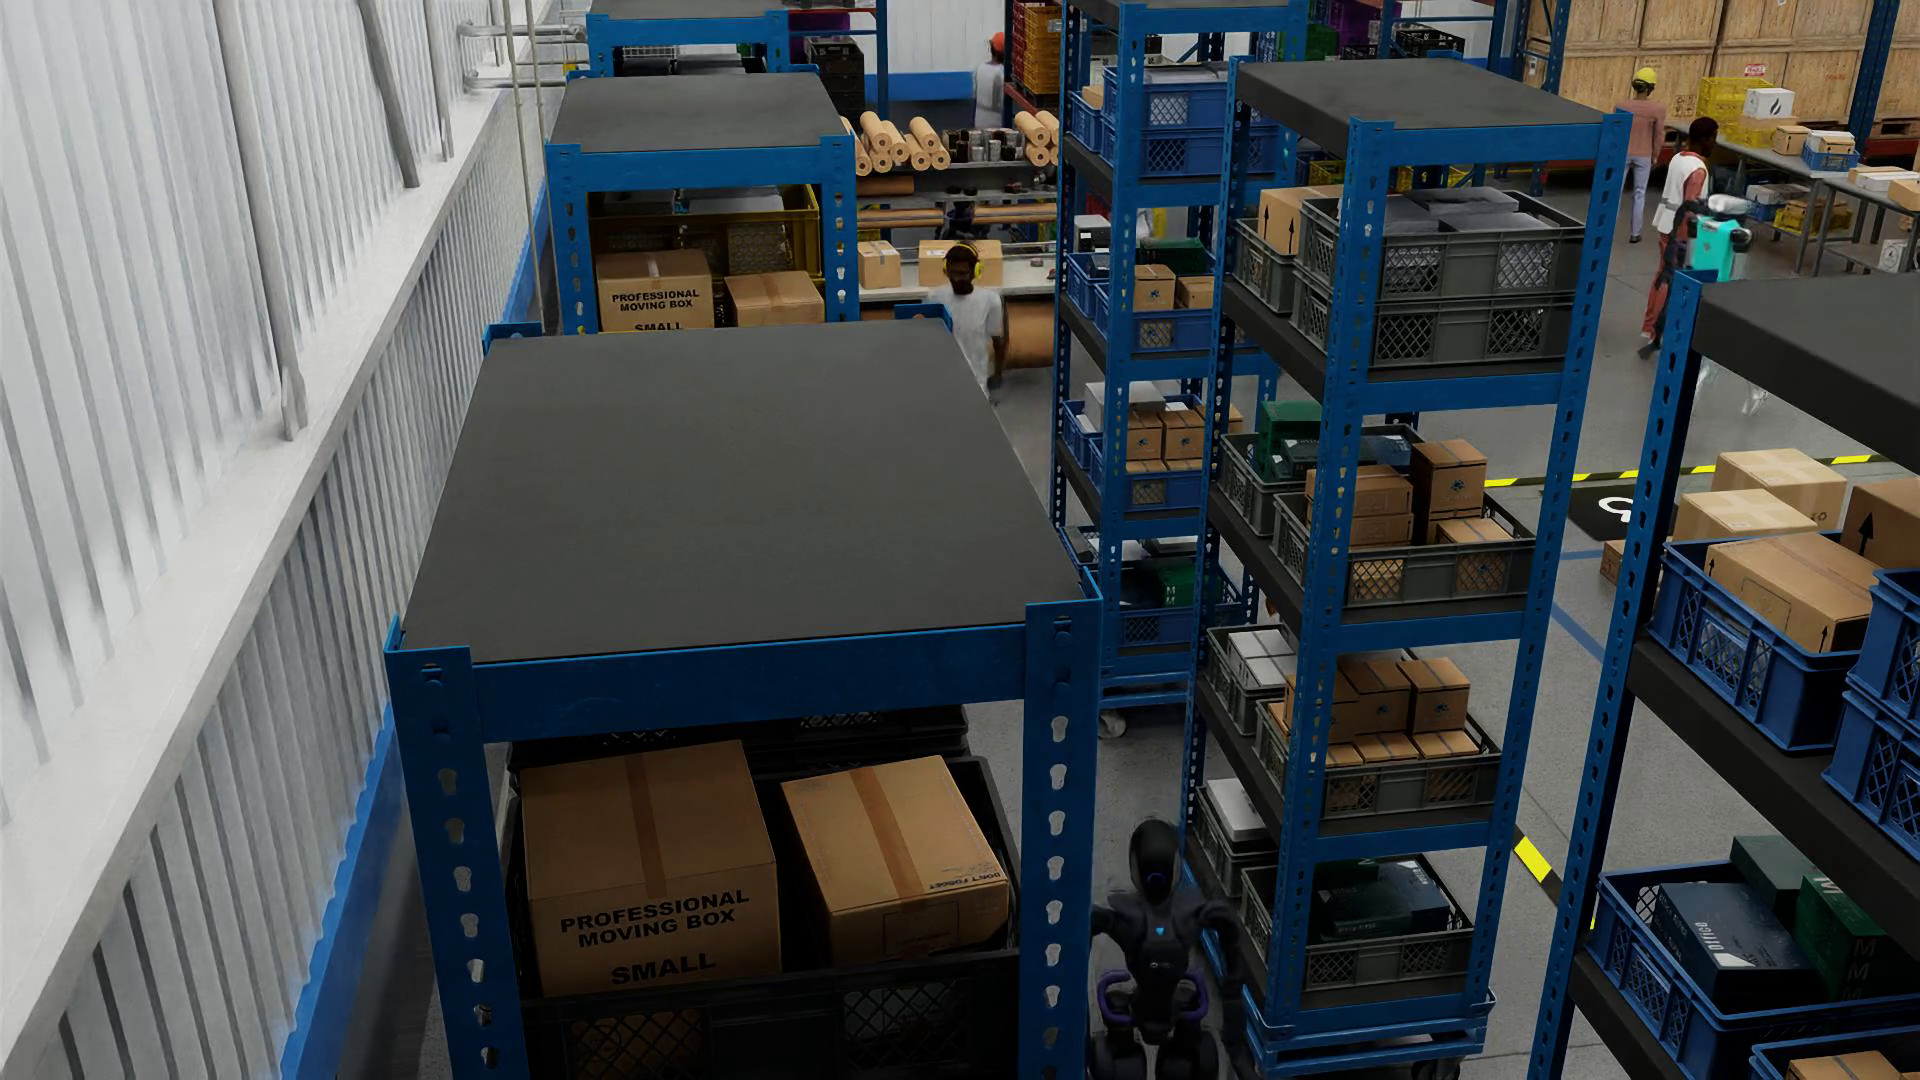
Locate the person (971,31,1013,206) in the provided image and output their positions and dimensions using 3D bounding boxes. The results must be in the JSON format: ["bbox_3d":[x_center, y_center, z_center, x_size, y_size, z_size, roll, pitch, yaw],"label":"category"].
[{"bbox_3d":[0.316,-4.424,17.828,0.553,2.014,0.708,-20,31,-37],"label":"person"}]

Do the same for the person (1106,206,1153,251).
[{"bbox_3d":[1.407,-2.563,14.135,0.410,1.712,0.559,15,29,30],"label":"person"}]

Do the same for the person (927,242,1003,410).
[{"bbox_3d":[-0.009,-0.975,10.532,0.501,1.844,0.535,11,27,22],"label":"person"}]

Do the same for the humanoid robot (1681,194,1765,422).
[{"bbox_3d":[5.739,-1.701,12.263,0.975,1.761,0.546,-11,27,-22],"label":"humanoid robot"}]

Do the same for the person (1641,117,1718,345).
[{"bbox_3d":[6.011,-2.573,13.934,0.389,1.910,0.592,3,25,6],"label":"person"}]

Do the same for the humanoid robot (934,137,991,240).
[{"bbox_3d":[0.026,-2.643,14.359,0.610,1.658,0.309,16,29,31],"label":"humanoid robot"}]

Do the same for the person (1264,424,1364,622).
[{"bbox_3d":[1.732,0.200,7.968,0.591,1.852,0.362,-4,25,-9],"label":"person"}]

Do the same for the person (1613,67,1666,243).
[{"bbox_3d":[6.903,-3.938,17.072,0.523,1.764,0.326,10,27,21],"label":"person"}]

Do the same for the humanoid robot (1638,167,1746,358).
[{"bbox_3d":[5.927,-2.206,13.415,0.592,1.645,0.428,6,25,12],"label":"humanoid robot"}]

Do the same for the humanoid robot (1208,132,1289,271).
[{"bbox_3d":[2.389,-2.586,14.261,0.790,1.870,0.553,-7,26,-14],"label":"humanoid robot"}]

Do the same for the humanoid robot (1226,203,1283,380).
[{"bbox_3d":[2.413,-2.123,13.264,0.594,1.627,0.597,4,25,10],"label":"humanoid robot"}]

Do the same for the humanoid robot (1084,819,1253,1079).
[{"bbox_3d":[0.632,1.607,5.157,0.607,1.631,0.743,-1,25,-1],"label":"humanoid robot"}]
